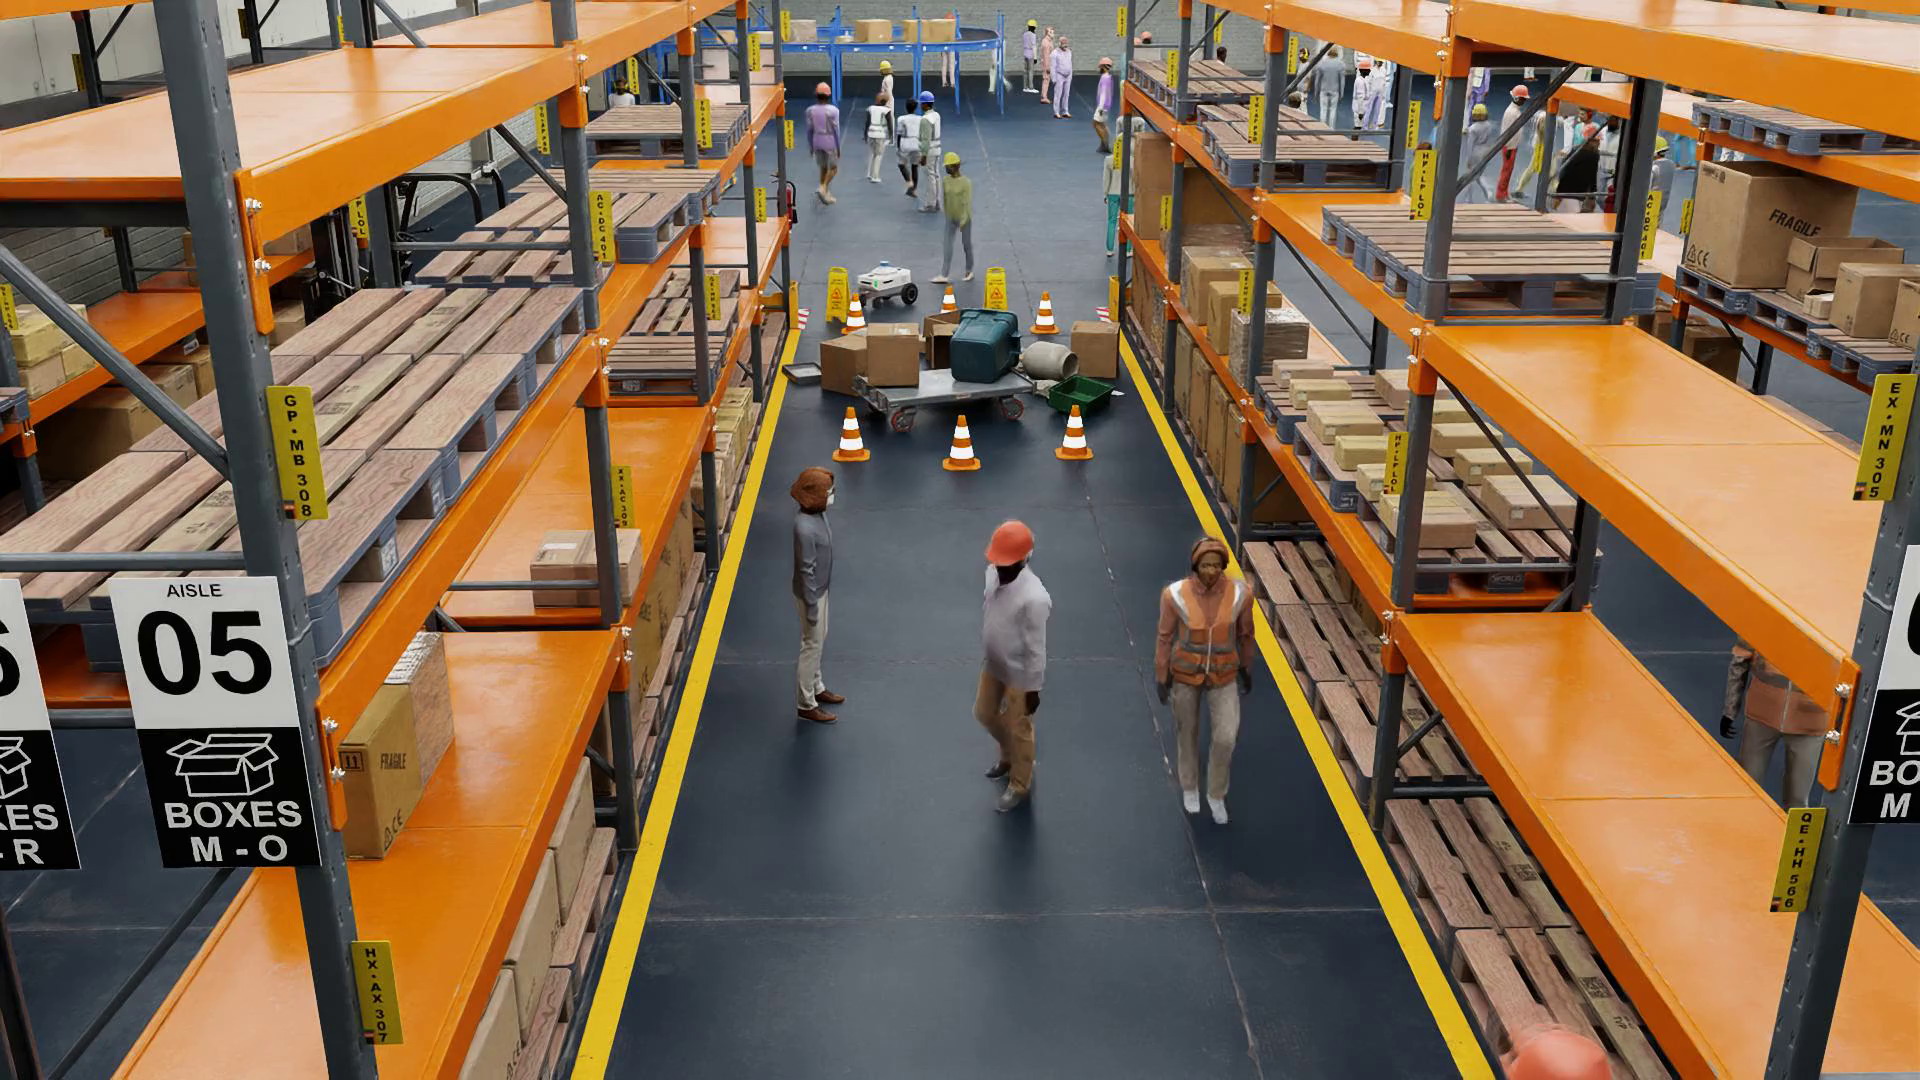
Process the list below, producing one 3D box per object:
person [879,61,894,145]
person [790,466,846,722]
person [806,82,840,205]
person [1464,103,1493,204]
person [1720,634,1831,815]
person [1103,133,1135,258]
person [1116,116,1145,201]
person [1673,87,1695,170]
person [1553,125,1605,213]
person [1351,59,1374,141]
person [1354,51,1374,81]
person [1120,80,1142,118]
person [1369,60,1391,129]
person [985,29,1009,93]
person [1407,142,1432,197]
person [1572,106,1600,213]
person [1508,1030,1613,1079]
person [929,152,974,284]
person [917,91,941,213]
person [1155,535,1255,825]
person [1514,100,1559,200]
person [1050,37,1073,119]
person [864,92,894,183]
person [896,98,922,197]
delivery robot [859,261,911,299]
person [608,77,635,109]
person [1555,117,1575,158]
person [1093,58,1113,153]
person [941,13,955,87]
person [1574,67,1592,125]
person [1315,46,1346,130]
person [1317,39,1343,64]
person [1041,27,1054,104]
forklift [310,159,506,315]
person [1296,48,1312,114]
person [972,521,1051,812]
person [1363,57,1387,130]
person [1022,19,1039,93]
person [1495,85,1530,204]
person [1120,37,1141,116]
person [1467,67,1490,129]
[{"bbox_3d":[-1.549,-9.250,35.229,0.311,1.735,0.484,0,21,1],"label":"person"},{"bbox_3d":[-0.871,0.324,10.079,0.293,1.623,0.507,1,21,3],"label":"person"},{"bbox_3d":[-2.291,-6.614,27.842,0.617,2.029,0.571,10,23,24],"label":"person"},{"bbox_3d":[8.596,-6.344,27.545,0.501,1.726,0.481,-10,23,-25],"label":"person"},{"bbox_3d":[4.083,0.869,8.214,0.594,1.926,0.366,13,24,31],"label":"person"},{"bbox_3d":[2.305,-4.927,23.760,0.535,1.767,0.316,8,22,21],"label":"person"},{"bbox_3d":[2.901,-6.666,28.411,0.491,1.730,0.323,3,21,7],"label":"person"},{"bbox_3d":[13.905,-7.889,31.833,0.587,1.581,0.527,19,28,40],"label":"person"},{"bbox_3d":[8.584,-4.735,22.989,0.628,1.947,0.890,-14,25,-33],"label":"person"},{"bbox_3d":[8.022,-8.614,33.264,0.354,1.939,0.545,4,21,10],"label":"person"},{"bbox_3d":[10.423,-12.226,42.883,0.354,1.887,0.573,-17,27,-38],"label":"person"},{"bbox_3d":[3.428,-8.596,33.348,0.575,1.841,0.375,-15,26,-35],"label":"person"},{"bbox_3d":[9.609,-10.362,37.960,0.345,1.882,0.584,10,23,25],"label":"person"},{"bbox_3d":[0.986,-13.011,45.194,0.579,1.712,0.586,9,23,23],"label":"person"},{"bbox_3d":[6.552,-4.876,23.808,0.282,1.633,0.501,15,25,34],"label":"person"},{"bbox_3d":[9.942,-6.002,26.511,0.400,1.832,0.572,-6,22,-17],"label":"person"},{"bbox_3d":[1.525,2.164,4.804,0.569,1.921,0.670,-7,22,-17],"label":"person"},{"bbox_3d":[-0.083,-4.246,22.029,0.523,1.713,0.815,14,25,32],"label":"person"},{"bbox_3d":[-0.511,-6.368,27.315,0.406,1.945,0.613,7,22,17],"label":"person"},{"bbox_3d":[1.312,0.764,8.905,0.546,1.619,0.529,0,21,1],"label":"person"},{"bbox_3d":[10.022,-6.717,28.459,0.996,1.792,0.583,17,27,38],"label":"person"},{"bbox_3d":[2.441,-11.037,39.739,0.653,1.894,0.401,-17,27,-38],"label":"person"},{"bbox_3d":[-1.482,-7.350,30.369,0.533,1.610,0.471,14,25,33],"label":"person"},{"bbox_3d":[-0.852,-6.776,28.752,0.559,1.681,0.386,-8,22,-21],"label":"person"},{"bbox_3d":[-0.947,-3.257,20.900,0.477,0.478,0.707,17,26,37],"label":"delivery robot"},{"bbox_3d":[-6.235,-7.591,30.677,0.566,1.853,0.389,0,21,1],"label":"person"},{"bbox_3d":[12.244,-8.644,33.420,0.354,1.884,0.576,9,23,23],"label":"person"},{"bbox_3d":[2.951,-8.882,34.054,0.395,1.887,0.656,7,22,17],"label":"person"},{"bbox_3d":[-0.306,-13.833,46.978,0.608,1.996,0.379,14,25,33],"label":"person"},{"bbox_3d":[14.486,-10.478,38.632,0.287,1.623,0.507,14,25,32],"label":"person"},{"bbox_3d":[8.125,-9.853,36.542,0.637,1.936,0.371,5,21,13],"label":"person"},{"bbox_3d":[9.985,-12.932,44.731,0.642,1.898,0.879,-4,21,-12],"label":"person"},{"bbox_3d":[2.278,-12.214,42.837,0.403,1.900,0.640,1,21,2],"label":"person"},{"bbox_3d":[-5.622,-2.910,17.832,2.313,2.155,1.214,-1,21,-1],"label":"forklift"},{"bbox_3d":[7.566,-9.918,36.804,0.327,1.874,0.520,-6,21,-15],"label":"person"},{"bbox_3d":[0.290,0.675,9.017,0.464,1.723,0.596,-12,24,-29],"label":"person"},{"bbox_3d":[9.237,-9.906,36.932,0.527,1.760,0.331,-9,23,-23],"label":"person"},{"bbox_3d":[1.925,-13.235,45.493,0.370,1.929,0.585,-12,24,-28],"label":"person"},{"bbox_3d":[9.296,-6.645,28.012,0.411,1.979,0.626,9,22,22],"label":"person"},{"bbox_3d":[3.934,-10.688,38.728,0.528,1.985,0.643,12,24,29],"label":"person"},{"bbox_3d":[11.757,-10.255,37.656,0.415,1.907,0.593,-9,23,-23],"label":"person"}]
